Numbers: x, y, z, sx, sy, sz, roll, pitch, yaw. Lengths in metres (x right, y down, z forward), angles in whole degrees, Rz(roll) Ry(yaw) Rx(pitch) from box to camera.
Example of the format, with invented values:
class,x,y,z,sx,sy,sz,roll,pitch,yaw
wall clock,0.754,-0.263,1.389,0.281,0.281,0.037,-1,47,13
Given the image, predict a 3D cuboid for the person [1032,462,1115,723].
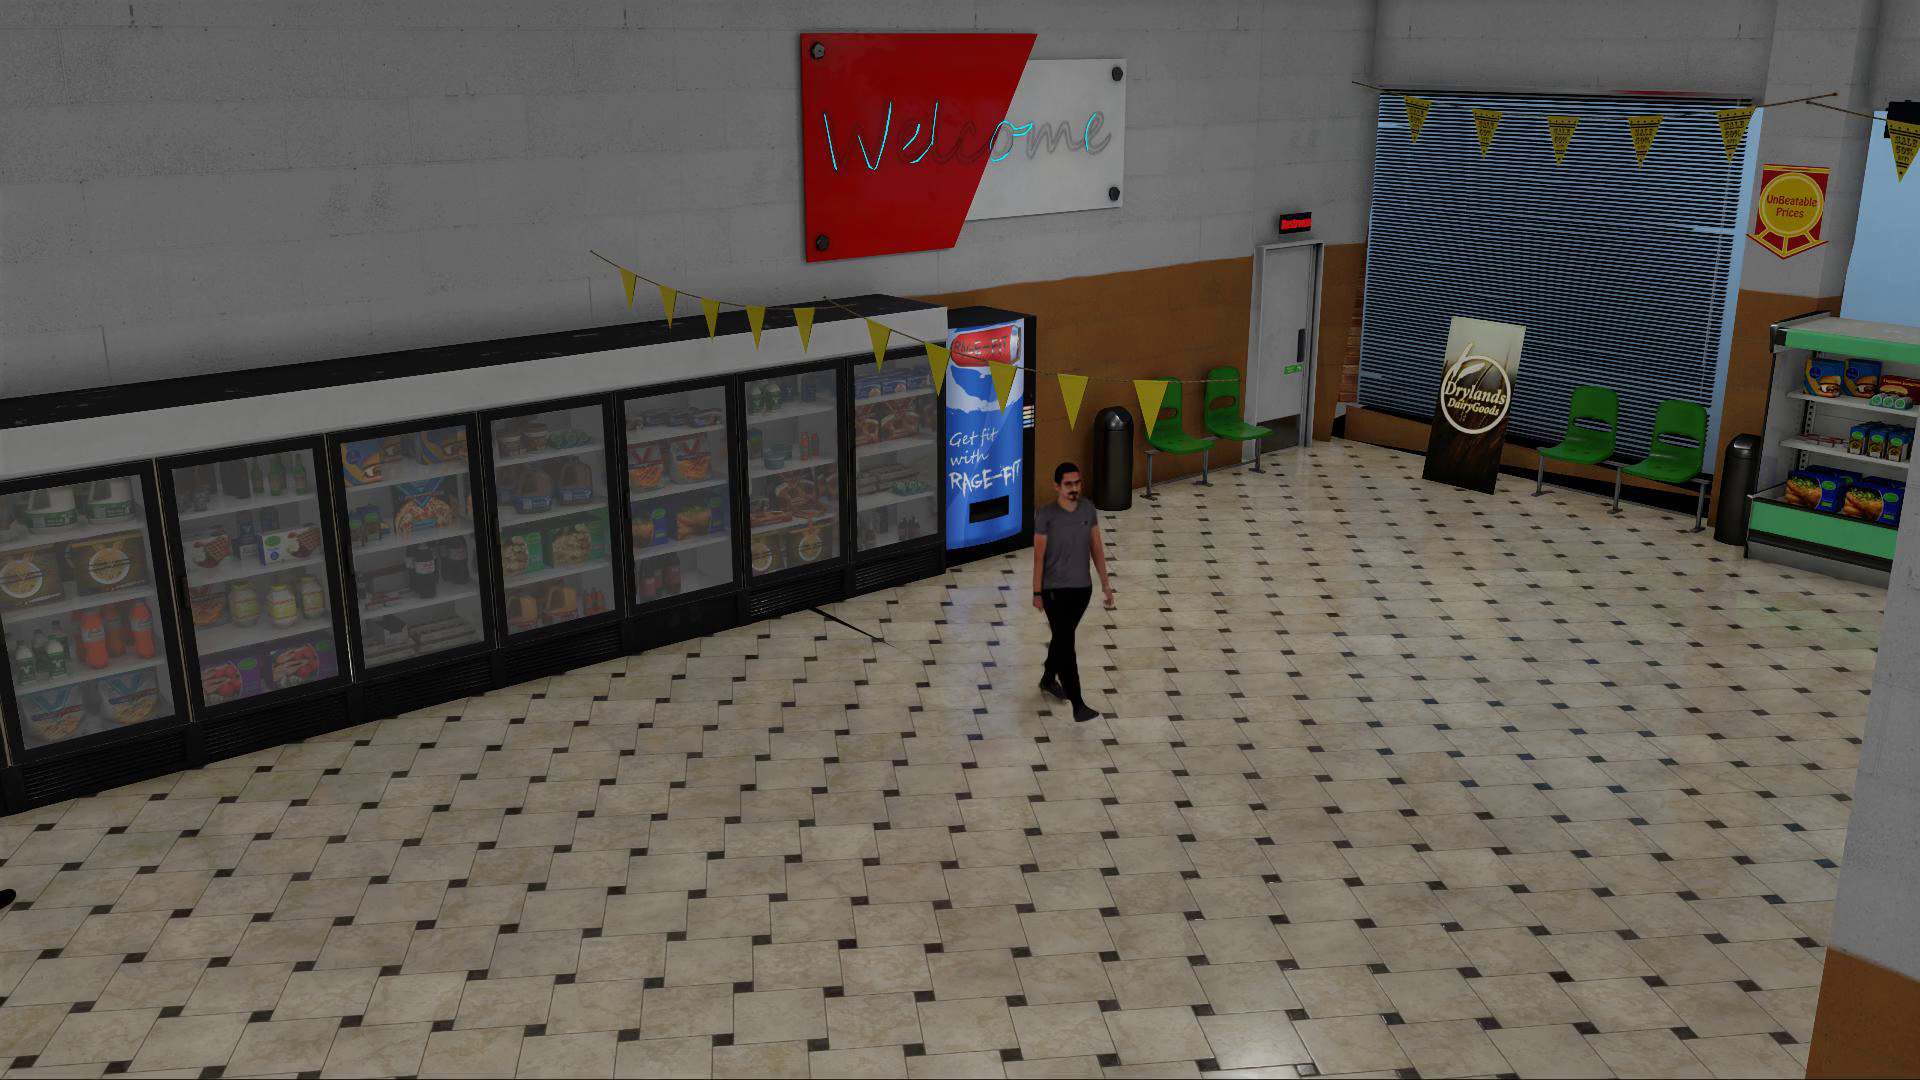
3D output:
class,x,y,z,sx,sy,sz,roll,pitch,yaw
person,0.678,0.317,11.222,0.752,1.713,1.146,-10,20,-30
